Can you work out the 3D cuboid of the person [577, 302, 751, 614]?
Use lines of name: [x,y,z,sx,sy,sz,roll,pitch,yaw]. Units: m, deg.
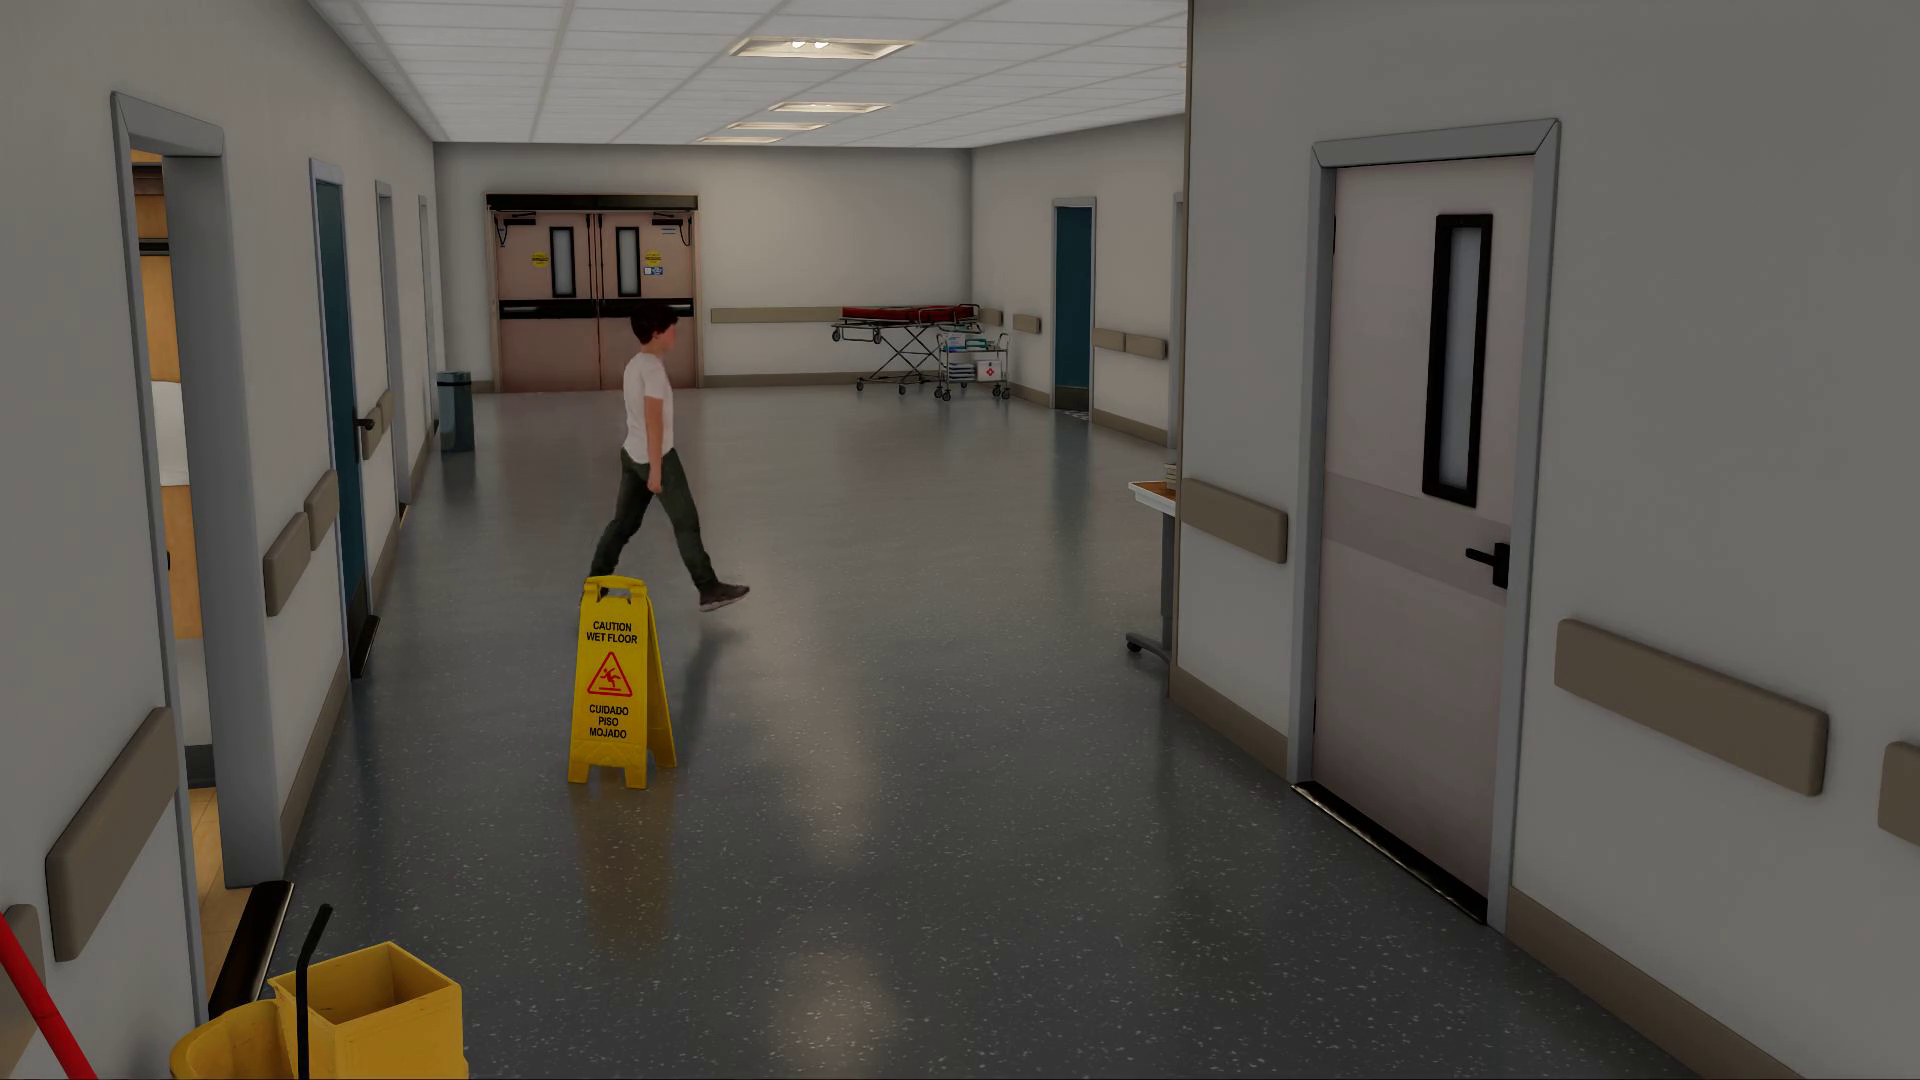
person: [-1.655,-0.366,8.473,0.832,1.612,1.127,-6,12,-27]
